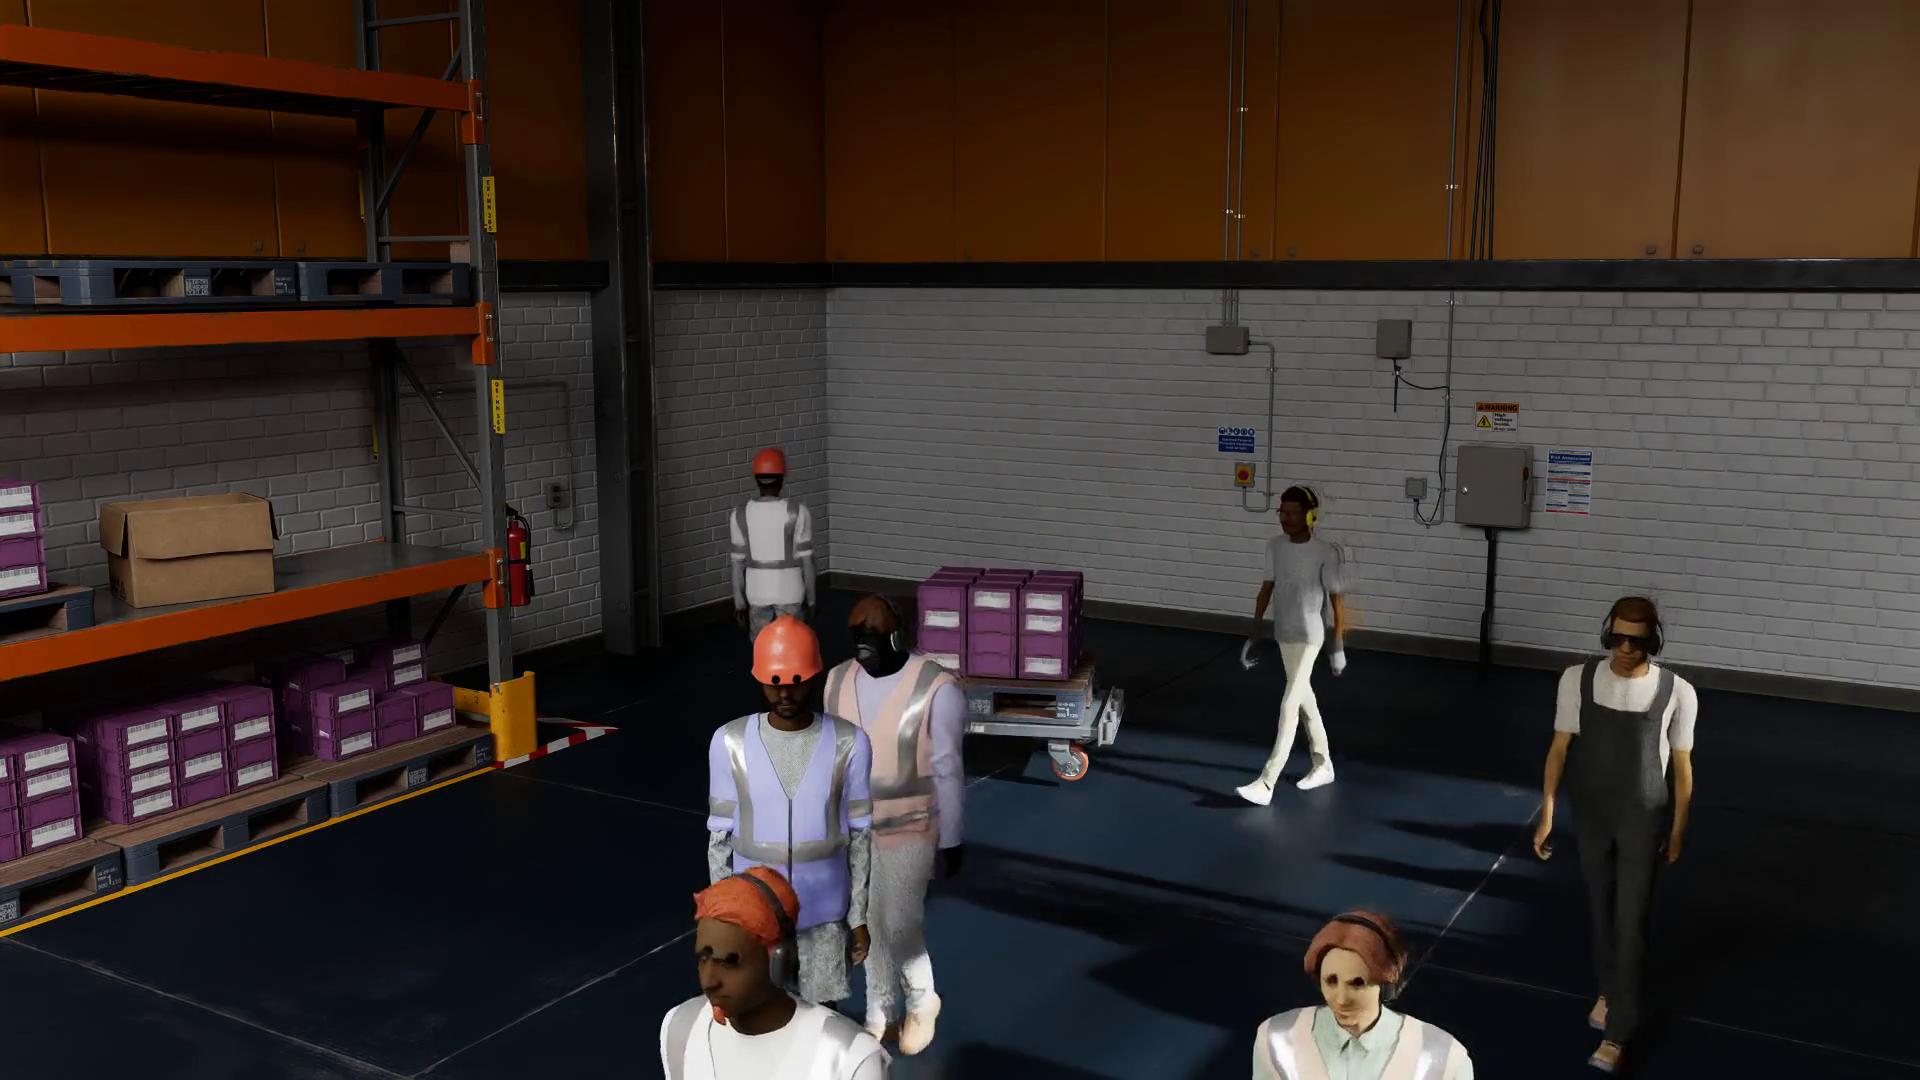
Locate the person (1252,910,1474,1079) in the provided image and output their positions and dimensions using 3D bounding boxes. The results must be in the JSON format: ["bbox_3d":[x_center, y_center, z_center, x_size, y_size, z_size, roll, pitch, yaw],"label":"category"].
[{"bbox_3d":[0.930,1.611,3.875,0.520,1.619,0.597,4,10,21],"label":"person"}]

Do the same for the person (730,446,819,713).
[{"bbox_3d":[-1.211,0.357,10.817,0.550,1.947,0.572,2,9,11],"label":"person"}]

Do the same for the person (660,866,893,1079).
[{"bbox_3d":[-0.351,1.559,3.512,0.582,1.853,0.935,4,10,26],"label":"person"}]

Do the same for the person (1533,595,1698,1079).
[{"bbox_3d":[2.501,1.113,6.411,0.514,1.801,0.926,7,11,36],"label":"person"}]

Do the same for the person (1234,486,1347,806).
[{"bbox_3d":[1.882,0.599,9.554,0.972,1.819,0.505,-7,11,-36],"label":"person"}]

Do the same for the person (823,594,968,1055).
[{"bbox_3d":[-0.289,1.105,6.394,0.650,1.824,0.457,6,11,33],"label":"person"}]

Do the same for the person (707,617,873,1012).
[{"bbox_3d":[-0.550,1.201,5.448,0.542,1.938,0.358,-1,9,-6],"label":"person"}]
